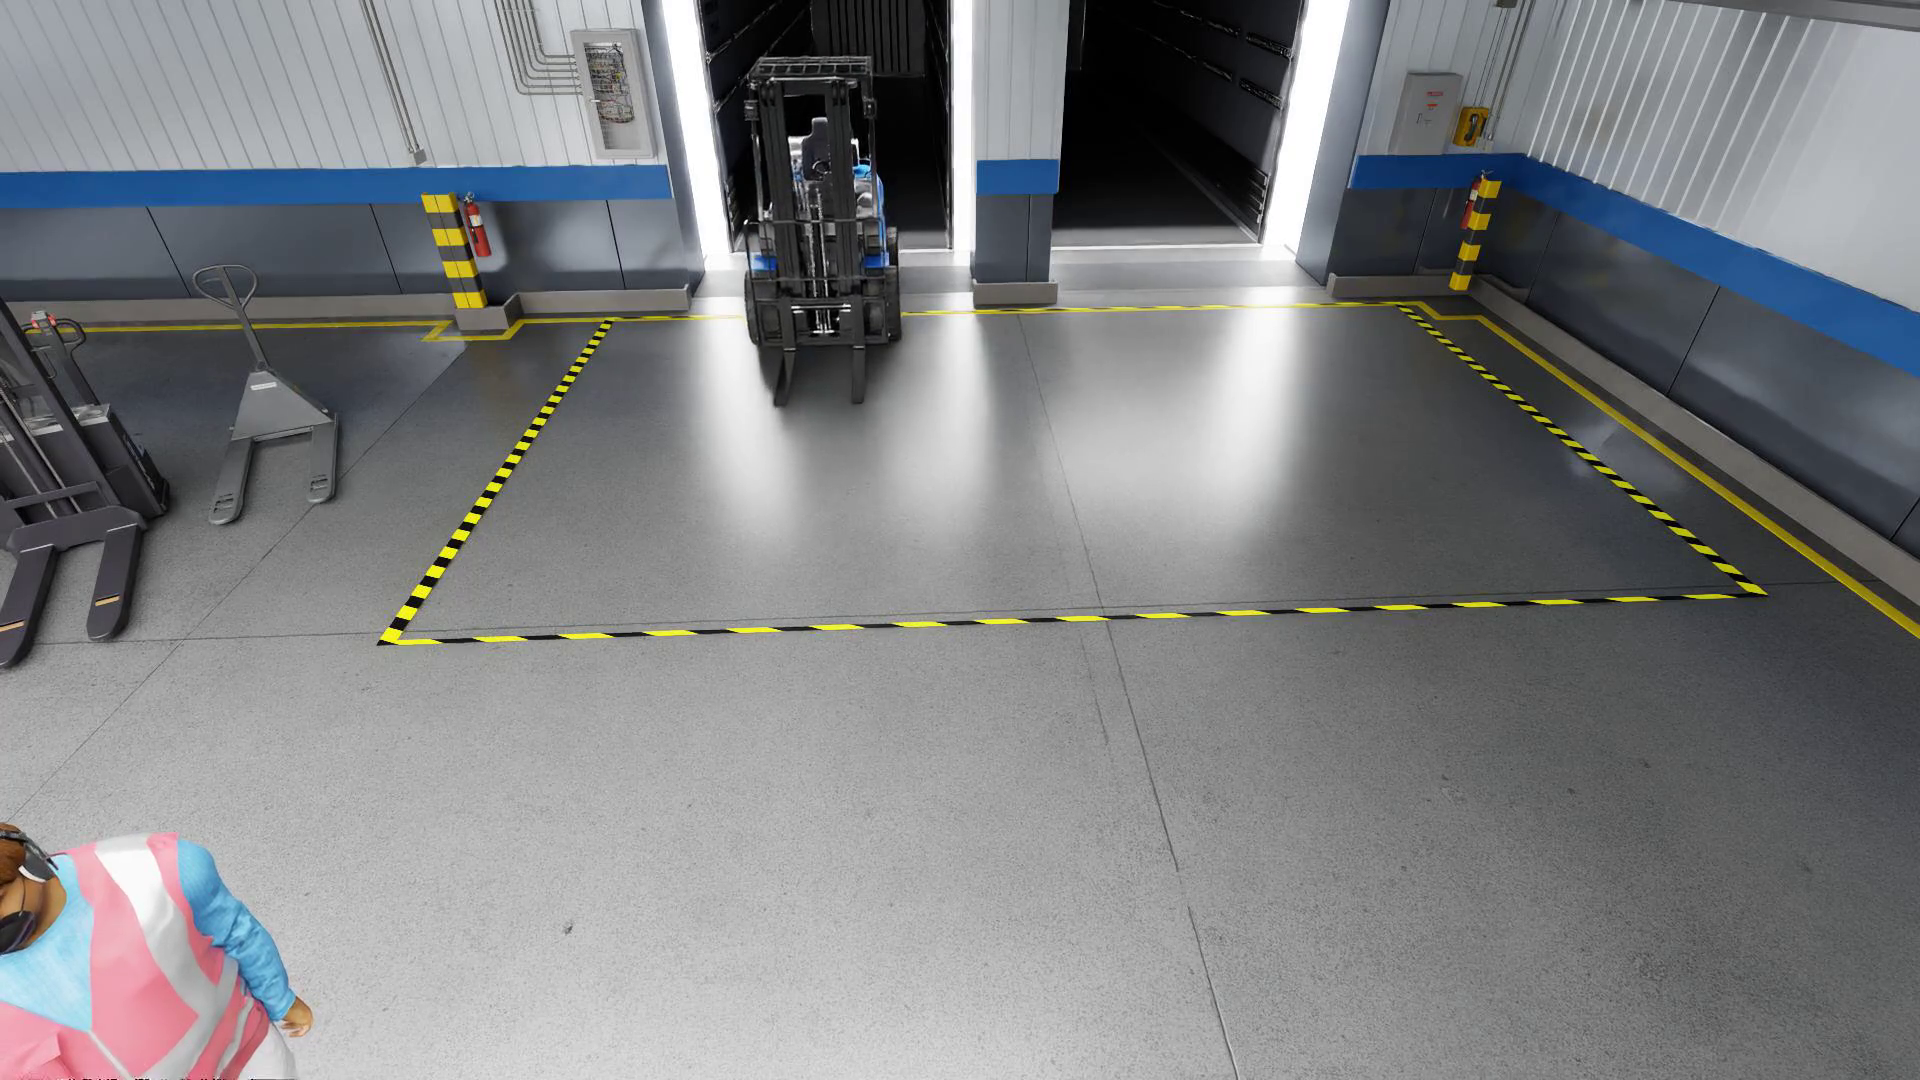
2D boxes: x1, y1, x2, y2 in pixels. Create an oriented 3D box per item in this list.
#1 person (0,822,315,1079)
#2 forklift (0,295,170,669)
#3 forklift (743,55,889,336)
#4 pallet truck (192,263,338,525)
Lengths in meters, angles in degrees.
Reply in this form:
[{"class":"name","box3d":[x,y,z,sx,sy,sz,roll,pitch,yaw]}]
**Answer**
[{"class":"person","box3d":[-1.949,1.310,2.244,0.431,1.842,0.622,26,42,32]},{"class":"forklift","box3d":[-5.212,-0.618,4.878,0.823,1.965,1.885,-20,39,-26]},{"class":"forklift","box3d":[-1.253,-3.211,8.283,1.157,2.036,2.680,-3,35,-4]},{"class":"pallet truck","box3d":[-4.778,-1.027,6.128,0.680,1.201,1.601,-17,38,-23]}]
